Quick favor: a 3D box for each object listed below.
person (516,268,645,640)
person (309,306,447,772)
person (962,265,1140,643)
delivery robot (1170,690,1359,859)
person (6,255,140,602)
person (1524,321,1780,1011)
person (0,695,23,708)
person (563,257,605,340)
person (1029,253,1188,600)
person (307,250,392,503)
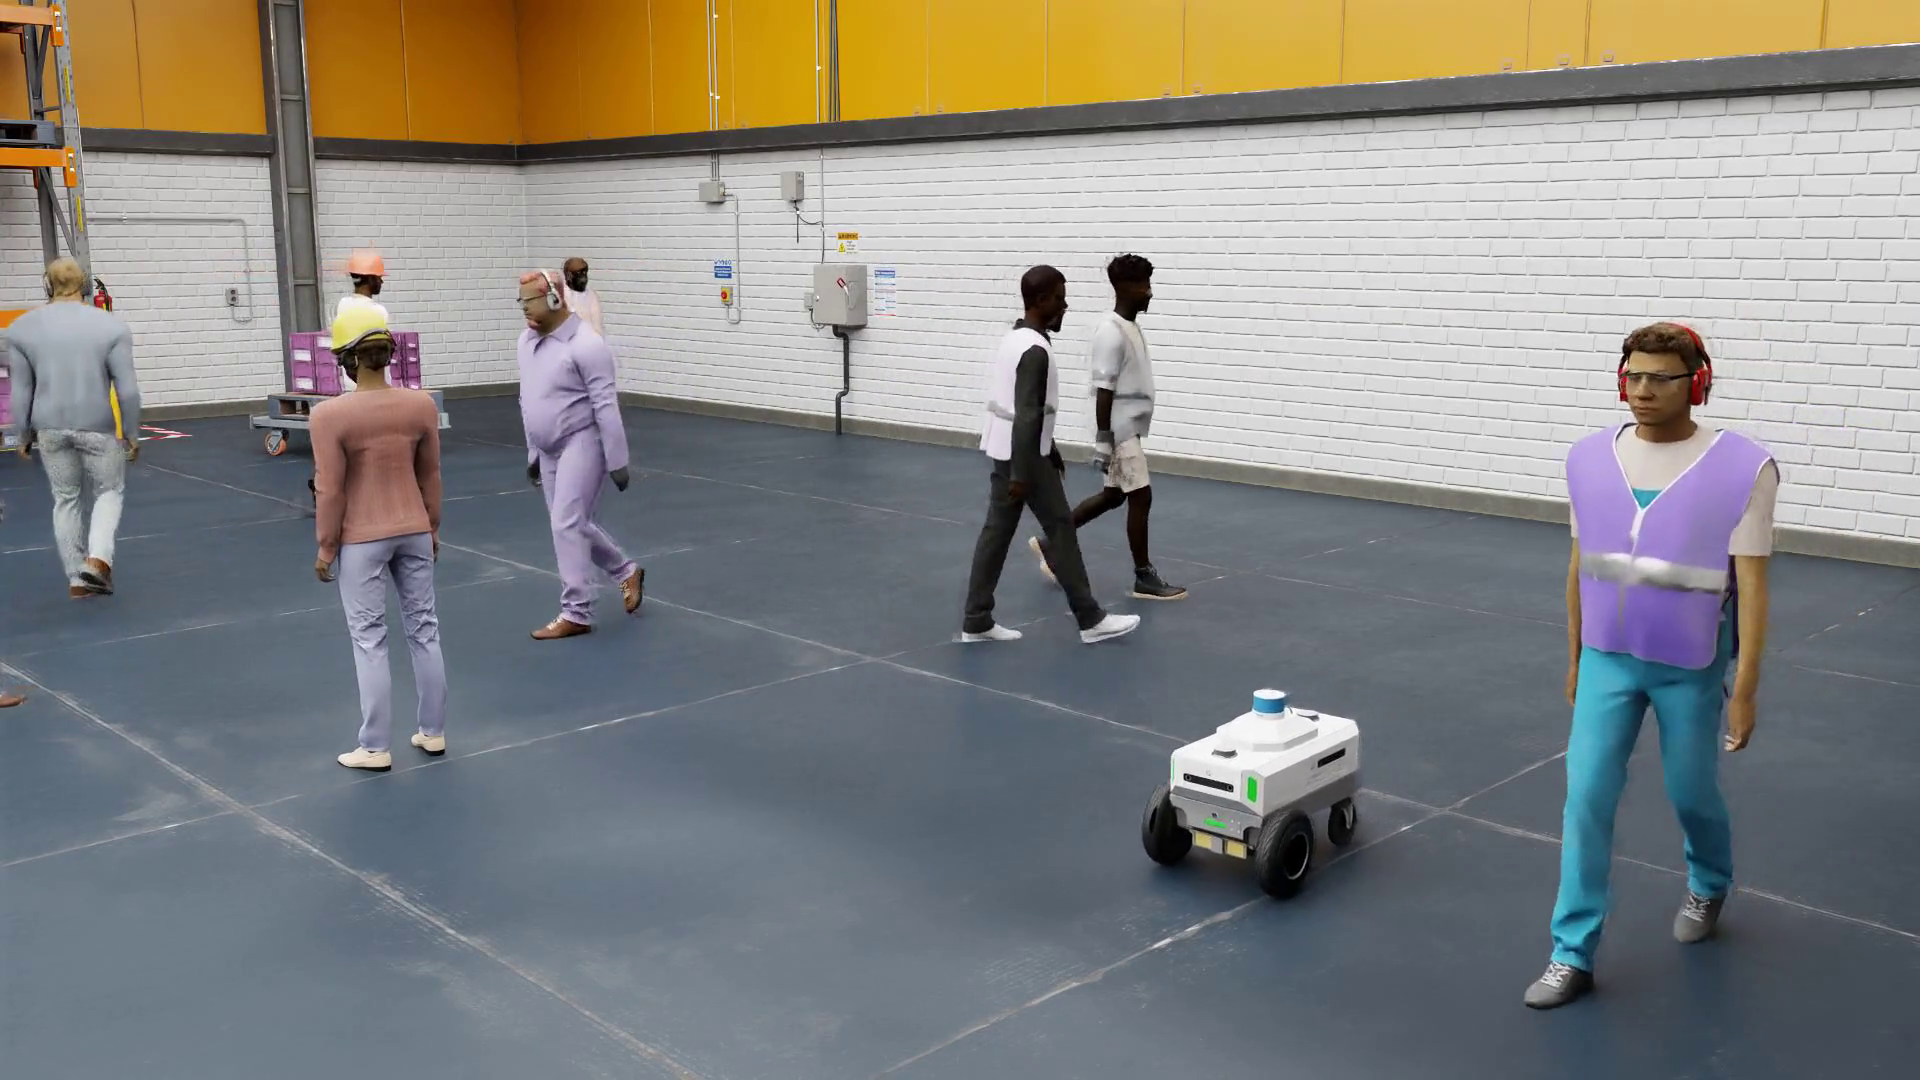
[{"bbox_3d":[-1.910,-0.457,8.515,0.726,1.868,0.655,-10,14,-42],"label":"person"},{"bbox_3d":[-2.207,-0.002,6.321,0.320,1.763,0.522,9,13,39],"label":"person"},{"bbox_3d":[0.447,-0.404,8.225,0.963,1.871,0.596,-2,11,-11],"label":"person"},{"bbox_3d":[0.992,0.727,5.376,0.477,0.478,0.707,9,14,40],"label":"delivery robot"},{"bbox_3d":[-4.842,-0.592,9.120,0.648,1.912,0.496,-3,11,-17],"label":"person"},{"bbox_3d":[1.905,0.312,4.496,0.910,1.812,0.582,-10,15,-44],"label":"person"},{"bbox_3d":[-4.308,-0.135,6.885,0.338,1.831,0.650,8,13,38],"label":"person"},{"bbox_3d":[-3.507,-1.654,15.143,0.572,1.832,0.625,7,13,35],"label":"person"},{"bbox_3d":[0.824,-0.636,9.320,0.890,1.936,0.610,3,11,17],"label":"person"},{"bbox_3d":[-4.363,-1.143,12.117,0.549,1.917,0.808,6,12,30],"label":"person"}]
